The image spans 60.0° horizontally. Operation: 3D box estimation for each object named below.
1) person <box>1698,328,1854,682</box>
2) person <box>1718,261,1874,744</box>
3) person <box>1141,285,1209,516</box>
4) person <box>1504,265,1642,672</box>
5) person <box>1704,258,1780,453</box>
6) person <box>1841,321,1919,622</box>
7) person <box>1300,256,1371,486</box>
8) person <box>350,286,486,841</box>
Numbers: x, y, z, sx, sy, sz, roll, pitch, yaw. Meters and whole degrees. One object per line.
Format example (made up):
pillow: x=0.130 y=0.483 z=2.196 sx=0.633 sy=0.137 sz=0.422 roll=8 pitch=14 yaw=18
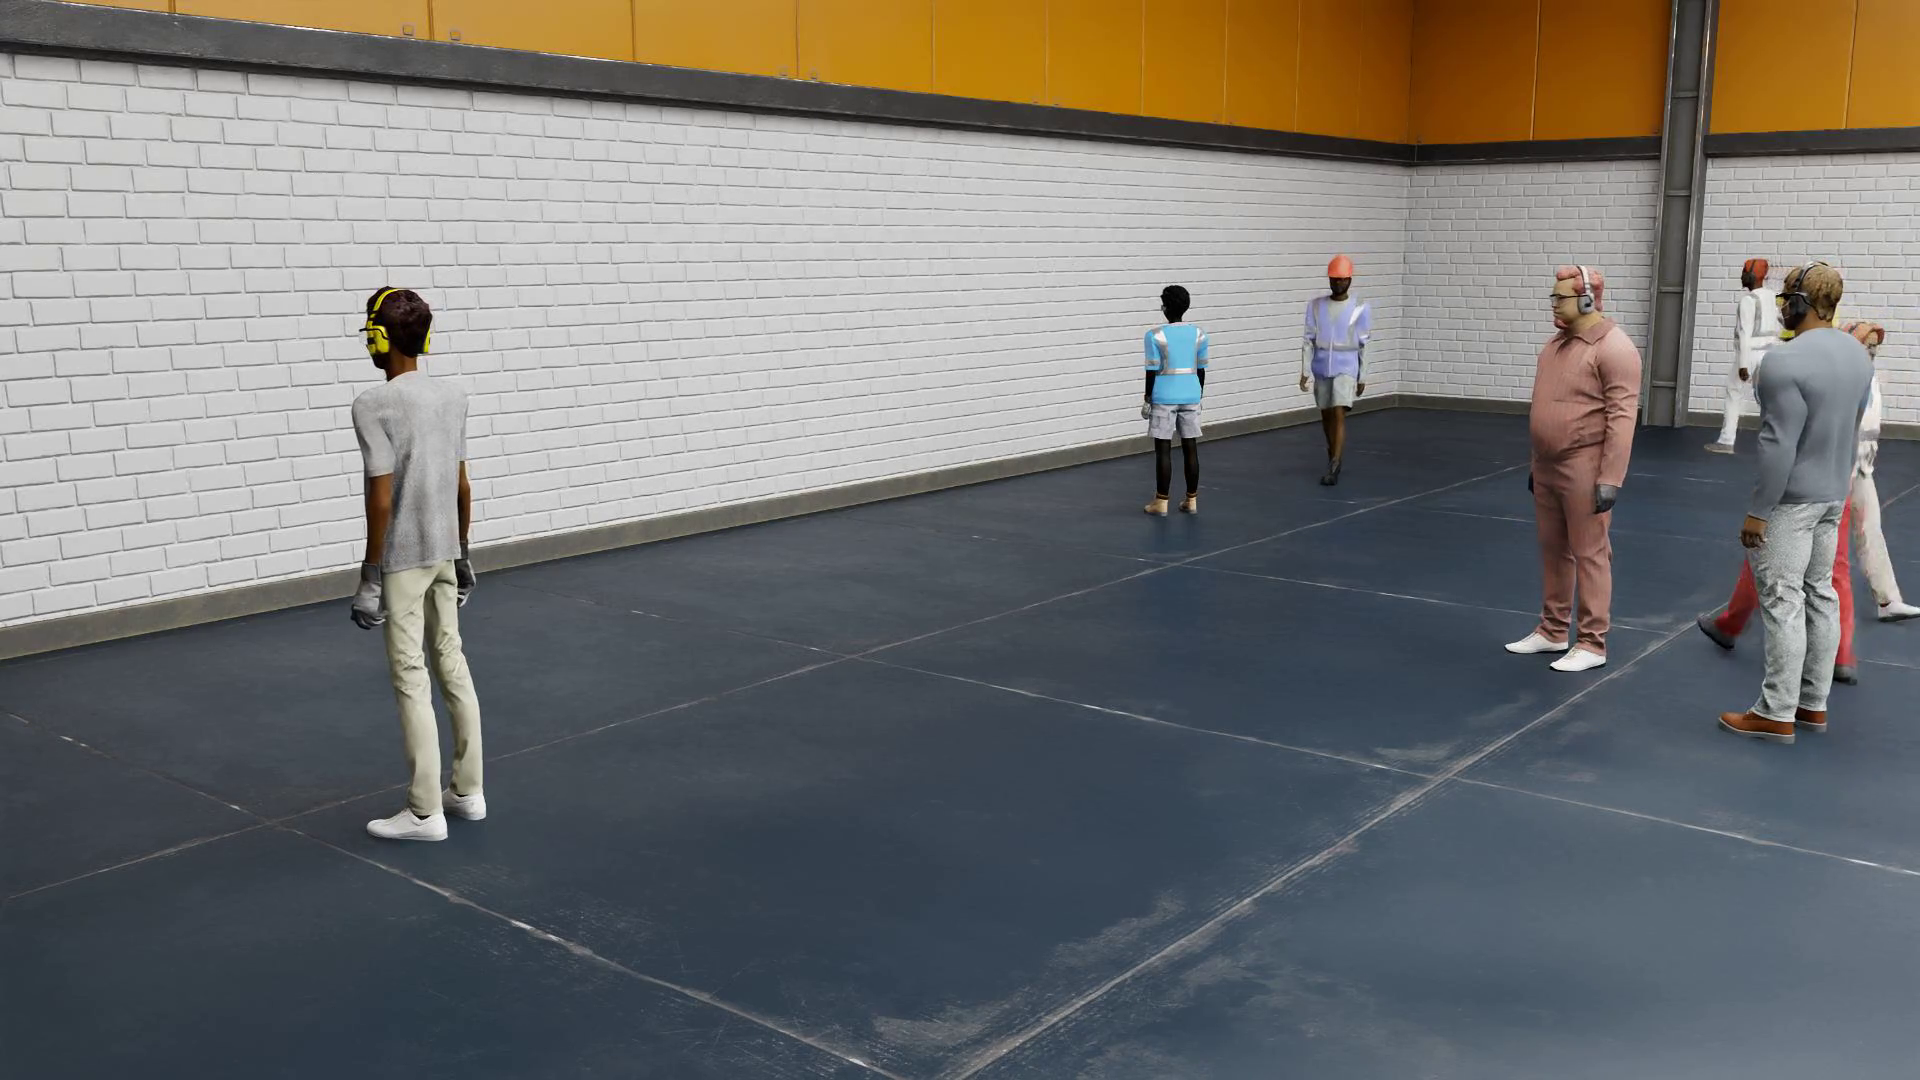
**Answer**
person: x=3.952 y=-0.241 z=7.861 sx=0.554 sy=1.719 sz=0.908 roll=-2 pitch=10 yaw=-8
person: x=3.387 y=-0.148 z=6.730 sx=0.636 sy=1.938 sz=0.358 roll=-7 pitch=12 yaw=-33
person: x=1.575 y=-1.021 z=12.240 sx=0.532 sy=1.698 sz=0.319 roll=-4 pitch=11 yaw=-22
person: x=2.881 y=-0.334 z=7.863 sx=0.401 sy=1.904 sz=0.651 roll=-2 pitch=11 yaw=-13
person: x=7.505 y=-1.702 z=15.578 sx=0.570 sy=1.859 sz=0.848 roll=-6 pitch=12 yaw=-32
person: x=4.745 y=-0.366 z=8.893 sx=0.542 sy=1.584 sz=0.875 roll=-5 pitch=11 yaw=-26
person: x=3.183 y=-1.443 z=14.048 sx=0.538 sy=1.902 sz=0.987 roll=5 pitch=11 yaw=27
person: x=-1.850 y=0.086 z=5.628 sx=0.311 sy=1.869 sz=0.534 roll=4 pitch=11 yaw=23
